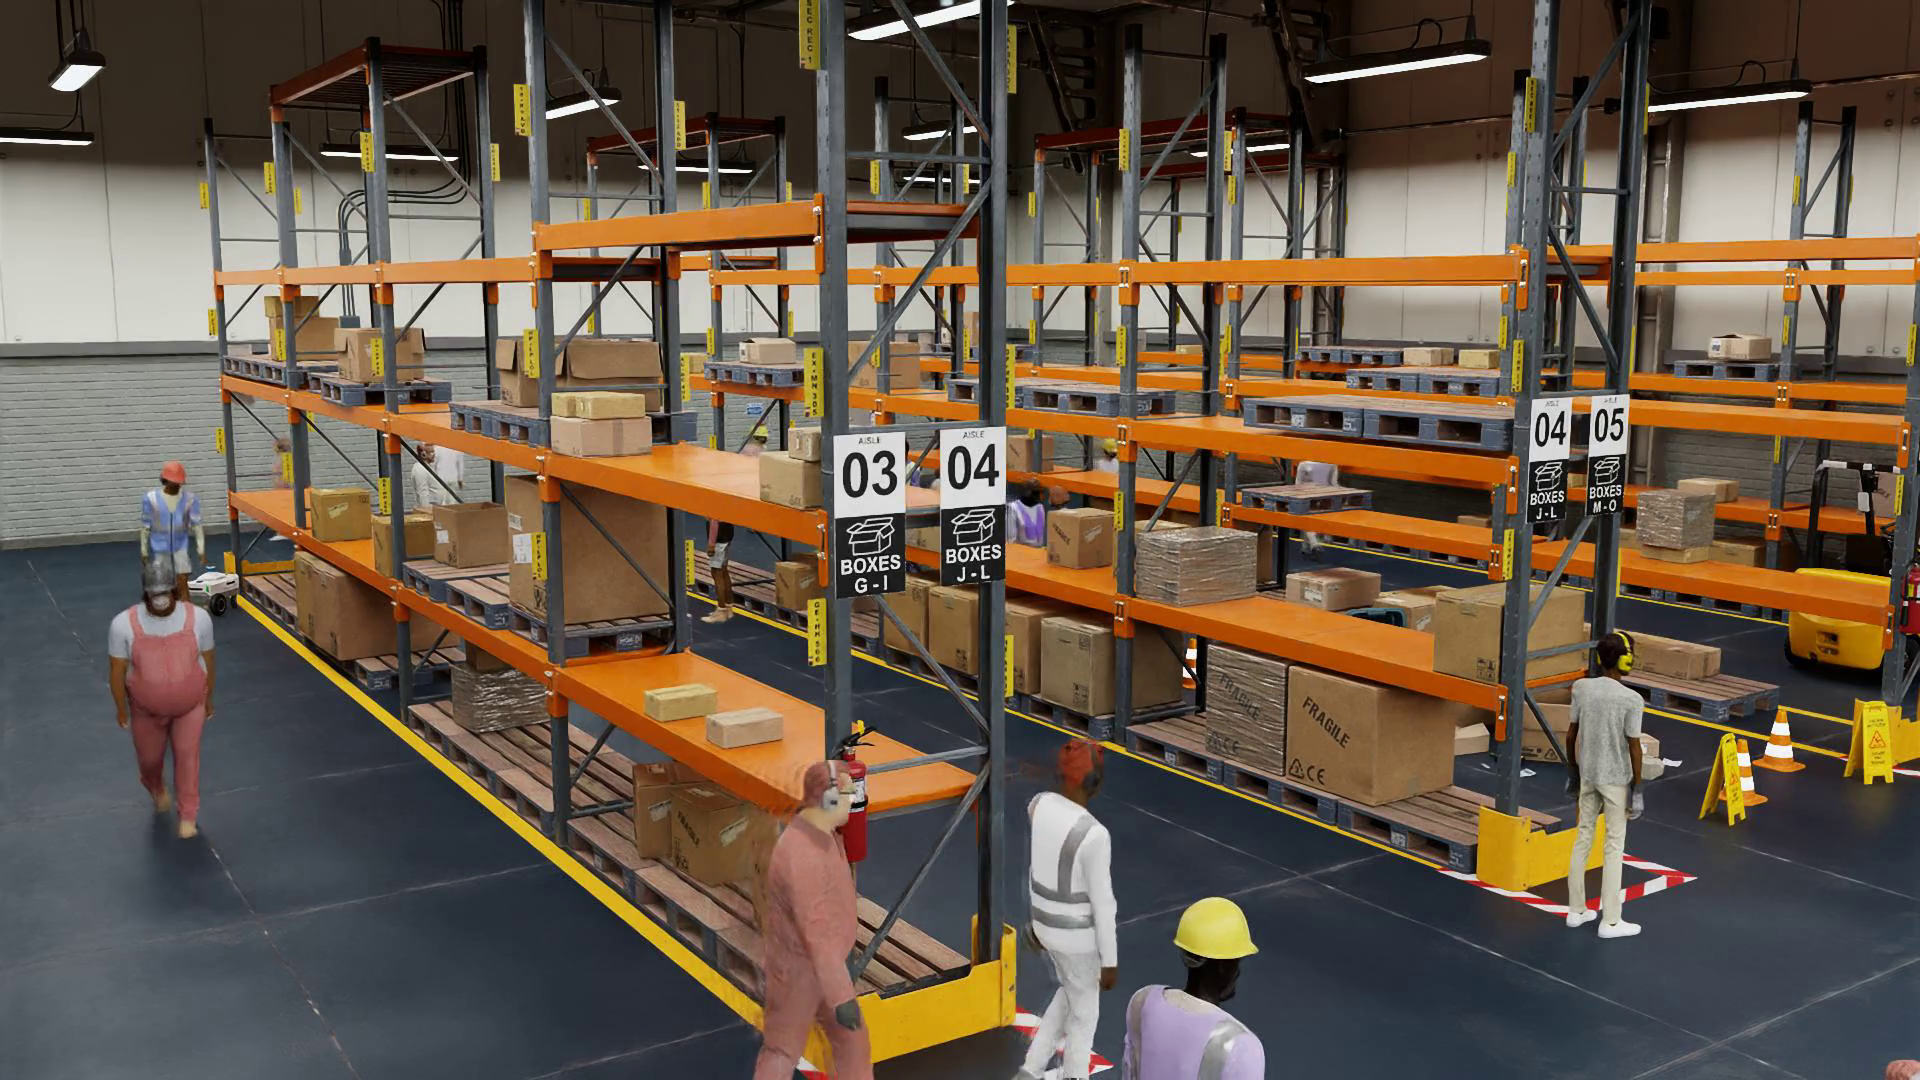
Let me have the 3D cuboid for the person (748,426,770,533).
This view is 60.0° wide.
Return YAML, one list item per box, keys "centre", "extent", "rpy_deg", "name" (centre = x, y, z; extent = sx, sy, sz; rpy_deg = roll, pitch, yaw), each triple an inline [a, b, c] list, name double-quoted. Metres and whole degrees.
- centre: [-3.220, -0.964, 26.762]
  extent: [0.490, 1.752, 0.543]
  rpy_deg: [5, 10, 28]
  name: "person"

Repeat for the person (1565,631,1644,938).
- centre: [3.927, 1.476, 10.122]
  extent: [0.312, 1.864, 0.532]
  rpy_deg: [-6, 10, -33]
  name: "person"

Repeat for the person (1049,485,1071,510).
- centre: [1.185, 0.158, 19.700]
  extent: [0.304, 1.625, 0.518]
  rpy_deg: [1, 9, 3]
  name: "person"

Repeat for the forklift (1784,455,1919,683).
- centre: [9.643, 0.253, 17.172]
  extent: [2.313, 2.155, 1.214]
  rpy_deg: [-6, 10, -33]
  name: "forklift"

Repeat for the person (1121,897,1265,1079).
- centre: [0.807, 2.129, 5.568]
  extent: [0.385, 1.922, 0.594]
  rpy_deg: [-7, 11, -38]
  name: "person"

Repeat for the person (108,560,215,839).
- centre: [-5.749, 1.100, 12.036]
  extent: [0.695, 2.000, 0.768]
  rpy_deg: [-4, 10, -27]
  name: "person"

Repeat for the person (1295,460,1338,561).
- centre: [5.146, -0.586, 24.129]
  extent: [0.608, 1.782, 0.706]
  rpy_deg: [-1, 9, -8]
  name: "person"

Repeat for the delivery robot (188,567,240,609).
- centre: [-9.081, 0.567, 20.201]
  extent: [0.477, 0.478, 0.707]
  rpy_deg: [1, 9, 8]
  name: "delivery robot"

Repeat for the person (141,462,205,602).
- centre: [-8.975, 0.094, 18.981]
  extent: [0.637, 2.010, 0.729]
  rpy_deg: [-6, 10, -34]
  name: "person"

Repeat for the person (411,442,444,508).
- centre: [-7.118, -0.372, 22.287]
  extent: [0.407, 1.908, 0.641]
  rpy_deg: [-2, 9, -16]
  name: "person"

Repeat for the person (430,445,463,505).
- centre: [-8.376, -1.013, 27.134]
  extent: [0.578, 1.760, 0.417]
  rpy_deg: [-6, 10, -33]
  name: "person"

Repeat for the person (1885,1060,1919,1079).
- centre: [2.487, 2.309, 4.436]
  extent: [0.647, 1.908, 0.409]
  rpy_deg: [-5, 10, -28]
  name: "person"

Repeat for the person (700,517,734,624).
- centre: [-2.871, -0.028, 19.610]
  extent: [0.407, 2.029, 0.613]
  rpy_deg: [1, 9, 6]
  name: "person"

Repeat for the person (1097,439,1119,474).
- centre: [2.194, -0.636, 24.568]
  extent: [0.525, 1.743, 0.450]
  rpy_deg: [-8, 12, -42]
  name: "person"

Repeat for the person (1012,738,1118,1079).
- centre: [0.510, 1.829, 7.704]
  extent: [0.442, 1.875, 0.605]
  rpy_deg: [-5, 10, -28]
  name: "person"

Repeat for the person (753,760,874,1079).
- centre: [-0.545, 1.901, 7.302]
  extent: [0.899, 1.858, 0.674]
  rpy_deg: [1, 9, 9]
  name: "person"
